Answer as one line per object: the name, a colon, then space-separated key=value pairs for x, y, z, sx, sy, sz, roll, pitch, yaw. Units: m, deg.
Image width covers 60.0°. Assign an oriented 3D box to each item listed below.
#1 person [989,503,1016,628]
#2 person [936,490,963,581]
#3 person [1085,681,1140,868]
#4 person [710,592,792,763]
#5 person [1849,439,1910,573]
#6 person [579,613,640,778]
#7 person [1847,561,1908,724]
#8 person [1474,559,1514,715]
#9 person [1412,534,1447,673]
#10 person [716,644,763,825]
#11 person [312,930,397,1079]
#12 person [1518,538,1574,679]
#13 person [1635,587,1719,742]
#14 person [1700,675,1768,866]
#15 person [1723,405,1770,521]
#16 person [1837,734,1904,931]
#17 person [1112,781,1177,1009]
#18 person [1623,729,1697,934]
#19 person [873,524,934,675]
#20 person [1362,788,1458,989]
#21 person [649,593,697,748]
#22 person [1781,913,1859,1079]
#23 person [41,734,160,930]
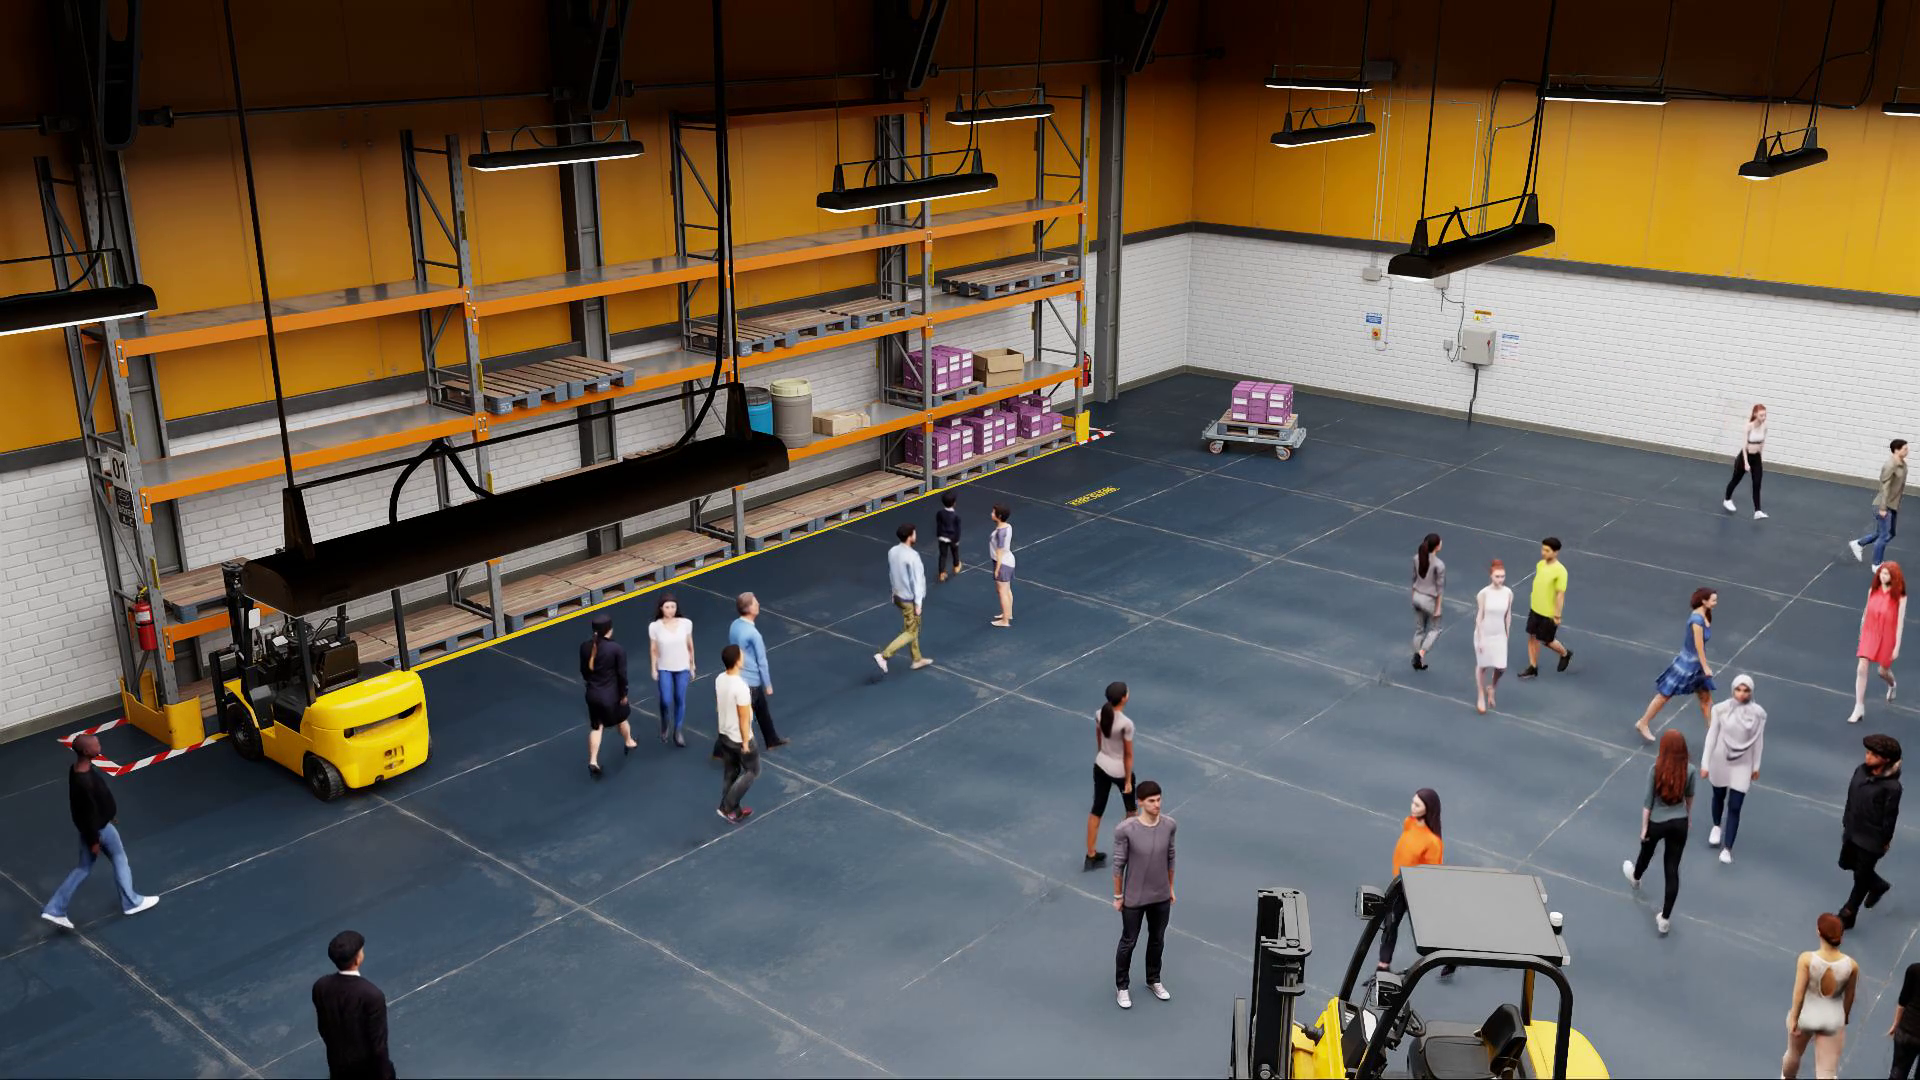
person: x=0.537 y=0.287 z=20.585 sx=0.718 sy=1.562 sz=0.622 roll=3 pitch=19 yaw=9
person: x=-0.179 y=-0.041 z=22.130 sx=0.698 sy=1.198 sz=0.898 roll=6 pitch=20 yaw=18
person: x=1.315 y=2.127 z=14.910 sx=0.666 sy=1.698 sz=1.119 roll=16 pitch=25 yaw=40
person: x=-2.212 y=1.429 z=16.852 sx=1.247 sy=1.781 sz=0.893 roll=-12 pitch=22 yaw=-32
person: x=12.398 y=-0.476 z=22.402 sx=0.932 sy=1.849 sz=0.875 roll=-14 pitch=23 yaw=-35
person: x=-3.593 y=1.589 z=16.615 sx=0.996 sy=1.629 sz=1.173 roll=4 pitch=19 yaw=13
person: x=9.893 y=1.092 z=17.814 sx=1.068 sy=1.805 sz=0.784 roll=-12 pitch=22 yaw=-32
person: x=5.712 y=1.032 z=18.024 sx=0.697 sy=1.785 sz=0.754 roll=-2 pitch=19 yaw=-5
person: x=5.290 y=0.752 z=19.042 sx=0.696 sy=1.665 sz=0.688 roll=-12 pitch=22 yaw=-32
person: x=-2.172 y=1.852 z=15.573 sx=0.660 sy=1.796 sz=0.728 roll=18 pitch=25 yaw=42
person: x=-3.964 y=3.448 z=10.769 sx=1.028 sy=1.836 sz=1.283 roll=5 pitch=19 yaw=15
person: x=6.728 y=0.770 z=18.952 sx=0.989 sy=1.689 sz=0.848 roll=-8 pitch=20 yaw=-21
person: x=7.423 y=1.351 z=17.136 sx=0.783 sy=1.747 sz=1.153 roll=12 pitch=22 yaw=32
person: x=7.013 y=2.030 z=15.139 sx=0.800 sy=1.735 sz=1.149 roll=9 pitch=21 yaw=25
person: x=11.653 y=-1.165 z=24.711 sx=1.170 sy=1.681 sz=1.143 roll=-4 pitch=19 yaw=-12
person: x=7.647 y=2.429 z=13.908 sx=1.048 sy=1.764 sz=0.898 roll=-7 pitch=20 yaw=-19
person: x=1.434 y=2.717 z=12.909 sx=0.683 sy=1.856 sz=0.809 roll=-6 pitch=20 yaw=-17
person: x=5.930 y=2.468 z=13.909 sx=1.044 sy=1.690 sz=1.211 roll=1 pitch=19 yaw=4
person: x=-0.667 y=0.701 z=19.001 sx=1.154 sy=1.788 sz=0.903 roll=-12 pitch=22 yaw=-31
person: x=3.653 y=2.746 z=13.038 sx=1.180 sy=1.719 sz=1.006 roll=-6 pitch=19 yaw=-16
person: x=-2.995 y=1.332 z=17.305 sx=0.687 sy=1.676 sz=0.771 roll=-7 pitch=20 yaw=-20
person: x=5.895 y=3.370 z=11.379 sx=0.838 sy=1.595 sz=1.167 roll=6 pitch=20 yaw=18
person: x=-7.332 y=2.451 z=13.911 sx=1.146 sy=1.721 sz=0.693 roll=-17 pitch=25 yaw=-40
